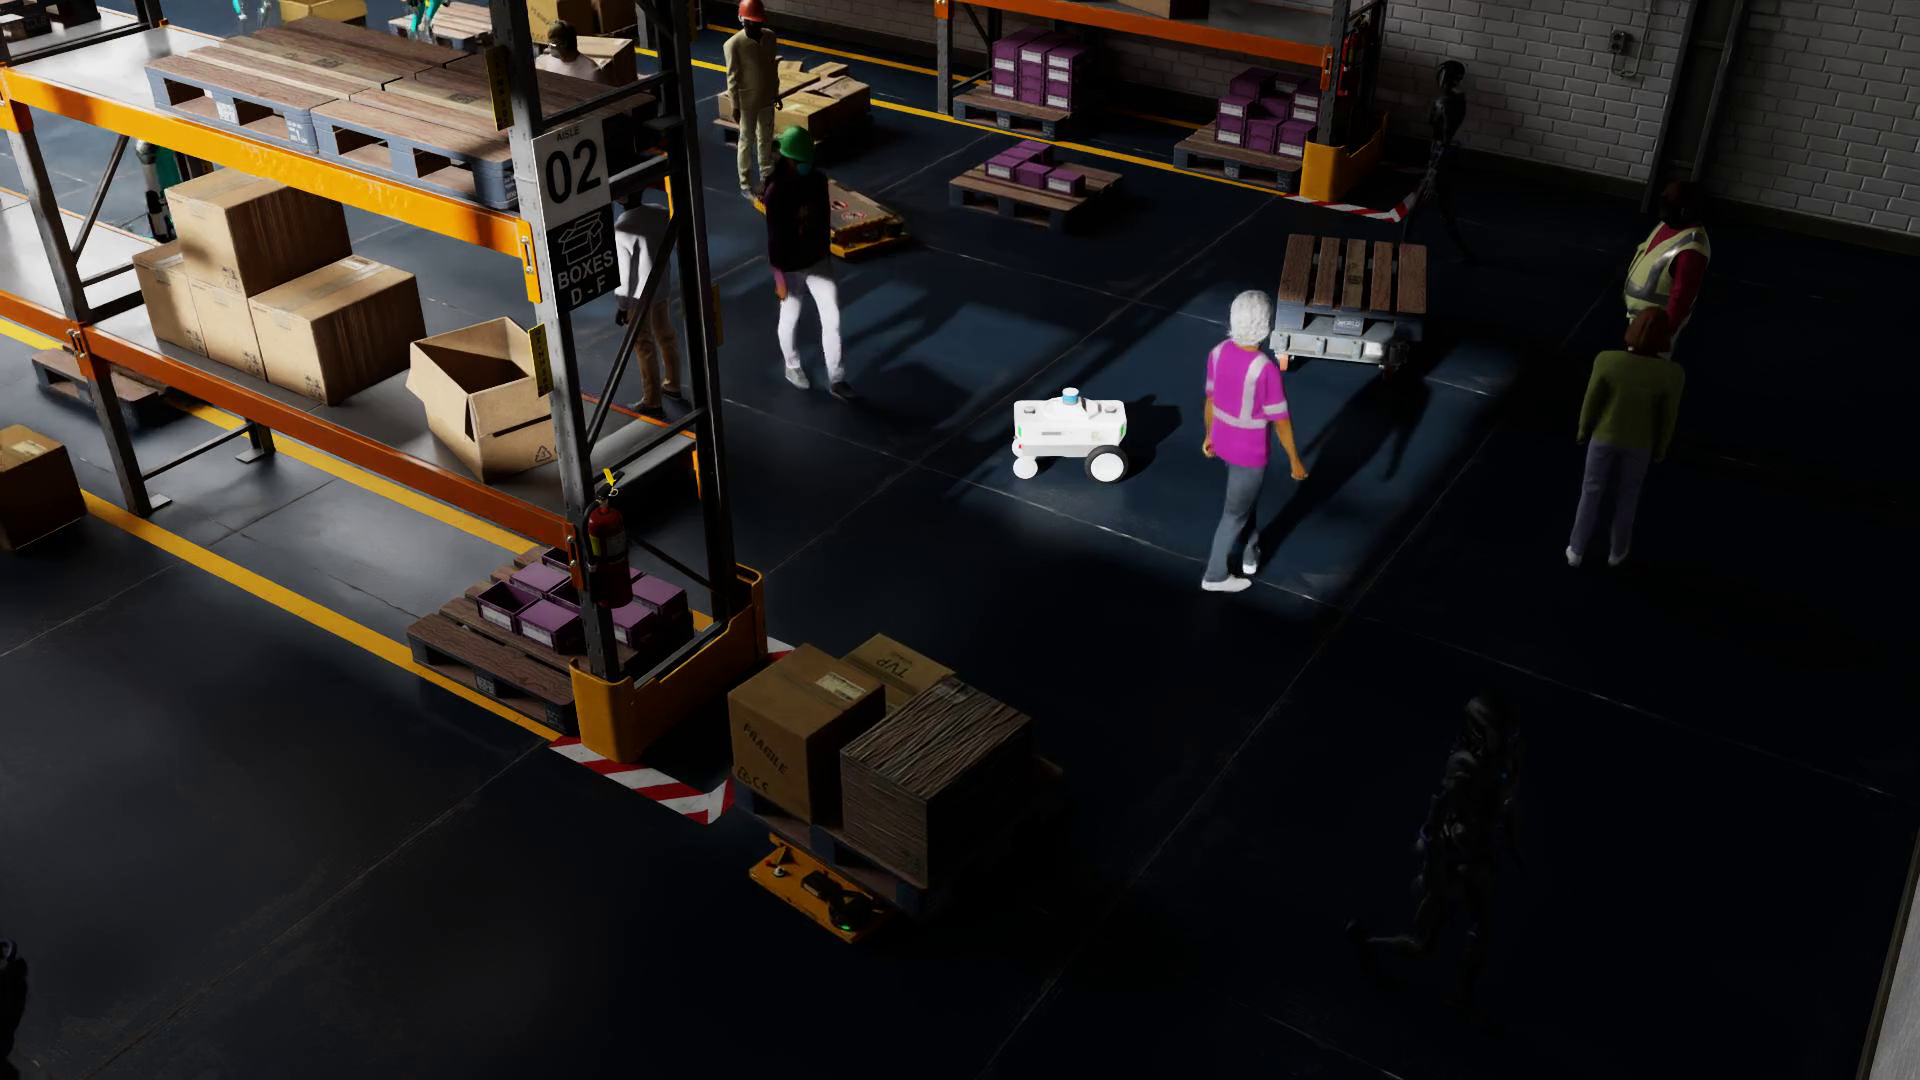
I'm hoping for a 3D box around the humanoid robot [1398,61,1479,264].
[{"bbox_3d":[3.835,-2.973,13.213,0.787,1.637,0.607,6,34,9],"label":"humanoid robot"}]

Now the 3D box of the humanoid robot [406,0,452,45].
[{"bbox_3d":[-5.679,-5.685,17.335,0.829,1.865,0.547,27,41,35],"label":"humanoid robot"}]

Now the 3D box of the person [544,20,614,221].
[{"bbox_3d":[-3.028,-3.170,13.222,0.627,1.933,0.371,21,38,28],"label":"person"}]

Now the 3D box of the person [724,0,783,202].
[{"bbox_3d":[-1.749,-3.819,14.381,0.341,1.748,0.571,27,41,34],"label":"person"}]

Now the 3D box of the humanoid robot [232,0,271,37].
[{"bbox_3d":[-7.781,-6.127,17.999,0.543,1.840,0.763,-26,41,-34],"label":"humanoid robot"}]

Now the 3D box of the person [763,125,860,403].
[{"bbox_3d":[-1.001,-1.825,11.136,0.518,1.895,0.833,-20,38,-27],"label":"person"}]

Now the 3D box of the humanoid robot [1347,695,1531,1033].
[{"bbox_3d":[1.981,1.251,6.683,0.601,1.639,0.669,-23,40,-31],"label":"humanoid robot"}]

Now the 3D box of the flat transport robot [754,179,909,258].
[{"bbox_3d":[-1.107,-2.762,14.118,0.659,0.231,1.431,-22,39,-30],"label":"flat transport robot"}]

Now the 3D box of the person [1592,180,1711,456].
[{"bbox_3d":[4.424,-1.416,10.609,0.429,1.843,0.626,3,33,4],"label":"person"}]

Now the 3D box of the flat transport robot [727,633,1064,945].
[{"bbox_3d":[-0.255,1.308,7.863,0.659,0.231,1.431,25,40,33],"label":"flat transport robot"}]

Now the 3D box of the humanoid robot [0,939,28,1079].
[{"bbox_3d":[-3.543,1.699,5.975,0.345,1.654,0.589,-6,33,-9],"label":"humanoid robot"}]

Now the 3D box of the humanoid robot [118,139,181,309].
[{"bbox_3d":[-5.920,-2.336,12.182,1.046,1.783,0.531,7,34,11],"label":"humanoid robot"}]

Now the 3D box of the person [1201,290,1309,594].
[{"bbox_3d":[1.627,-0.516,9.235,0.548,1.828,0.620,-18,37,-26],"label":"person"}]

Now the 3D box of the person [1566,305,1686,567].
[{"bbox_3d":[3.785,-0.566,9.506,0.507,1.642,0.355,13,35,18],"label":"person"}]

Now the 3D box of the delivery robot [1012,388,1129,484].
[{"bbox_3d":[0.712,-0.689,10.673,0.802,0.598,0.499,0,33,0],"label":"delivery robot"}]

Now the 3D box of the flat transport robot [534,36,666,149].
[{"bbox_3d":[-3.562,-3.764,15.658,1.431,0.231,0.659,6,34,9],"label":"flat transport robot"}]

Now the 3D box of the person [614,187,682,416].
[{"bbox_3d":[-2.123,-1.665,11.069,0.335,1.752,0.563,17,37,24],"label":"person"}]
